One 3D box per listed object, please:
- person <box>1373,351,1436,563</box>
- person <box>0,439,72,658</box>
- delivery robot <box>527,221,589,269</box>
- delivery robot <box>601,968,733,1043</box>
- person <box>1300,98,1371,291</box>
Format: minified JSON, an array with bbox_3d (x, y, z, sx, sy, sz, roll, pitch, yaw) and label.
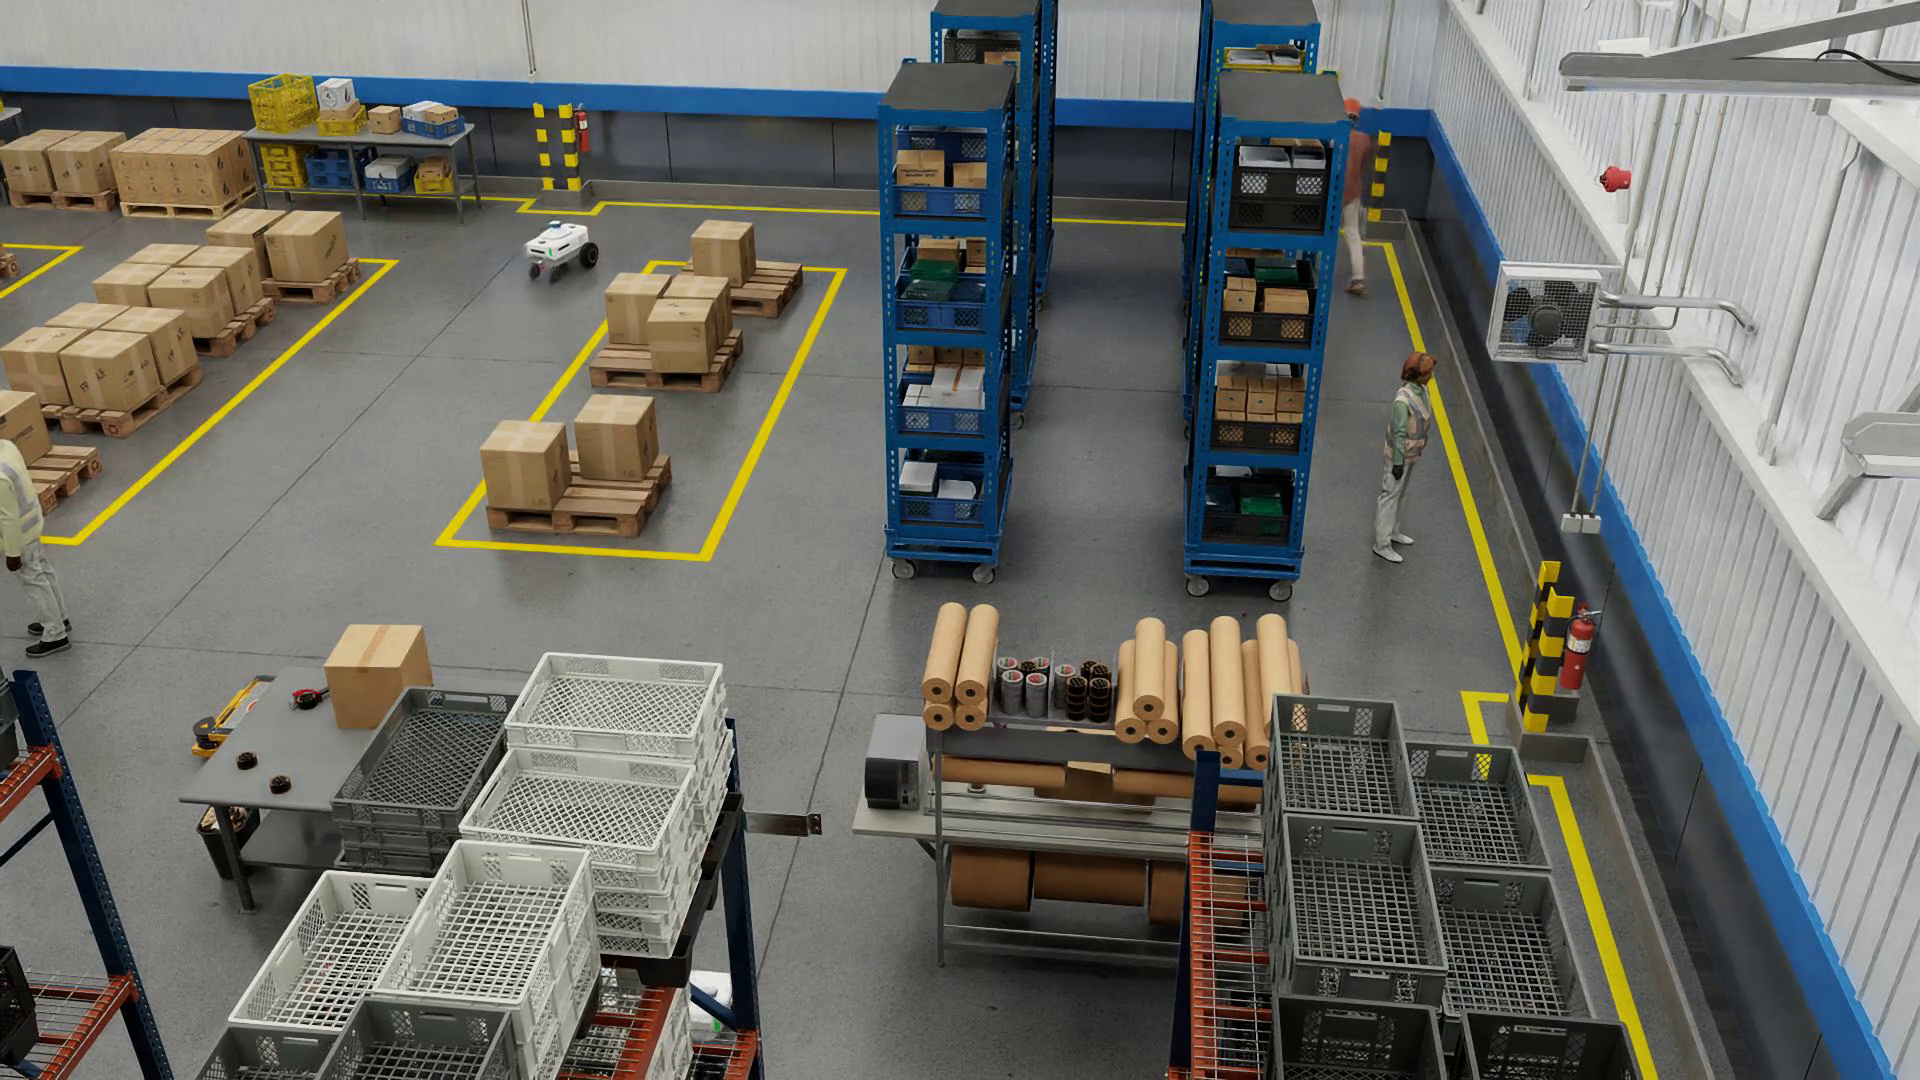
[{"bbox_3d":[3.308,-0.639,12.393,0.307,1.638,0.512,16,34,25],"label":"person"},{"bbox_3d":[-6.389,-0.060,11.212,0.403,1.827,0.596,-11,32,-18],"label":"person"},{"bbox_3d":[-4.274,-3.152,17.690,0.477,0.478,0.707,13,33,21],"label":"delivery robot"},{"bbox_3d":[-1.496,2.311,8.306,0.707,0.478,0.477,3,30,6],"label":"delivery robot"},{"bbox_3d":[3.940,-3.556,17.131,0.599,1.938,1.083,-10,32,-16],"label":"person"}]
